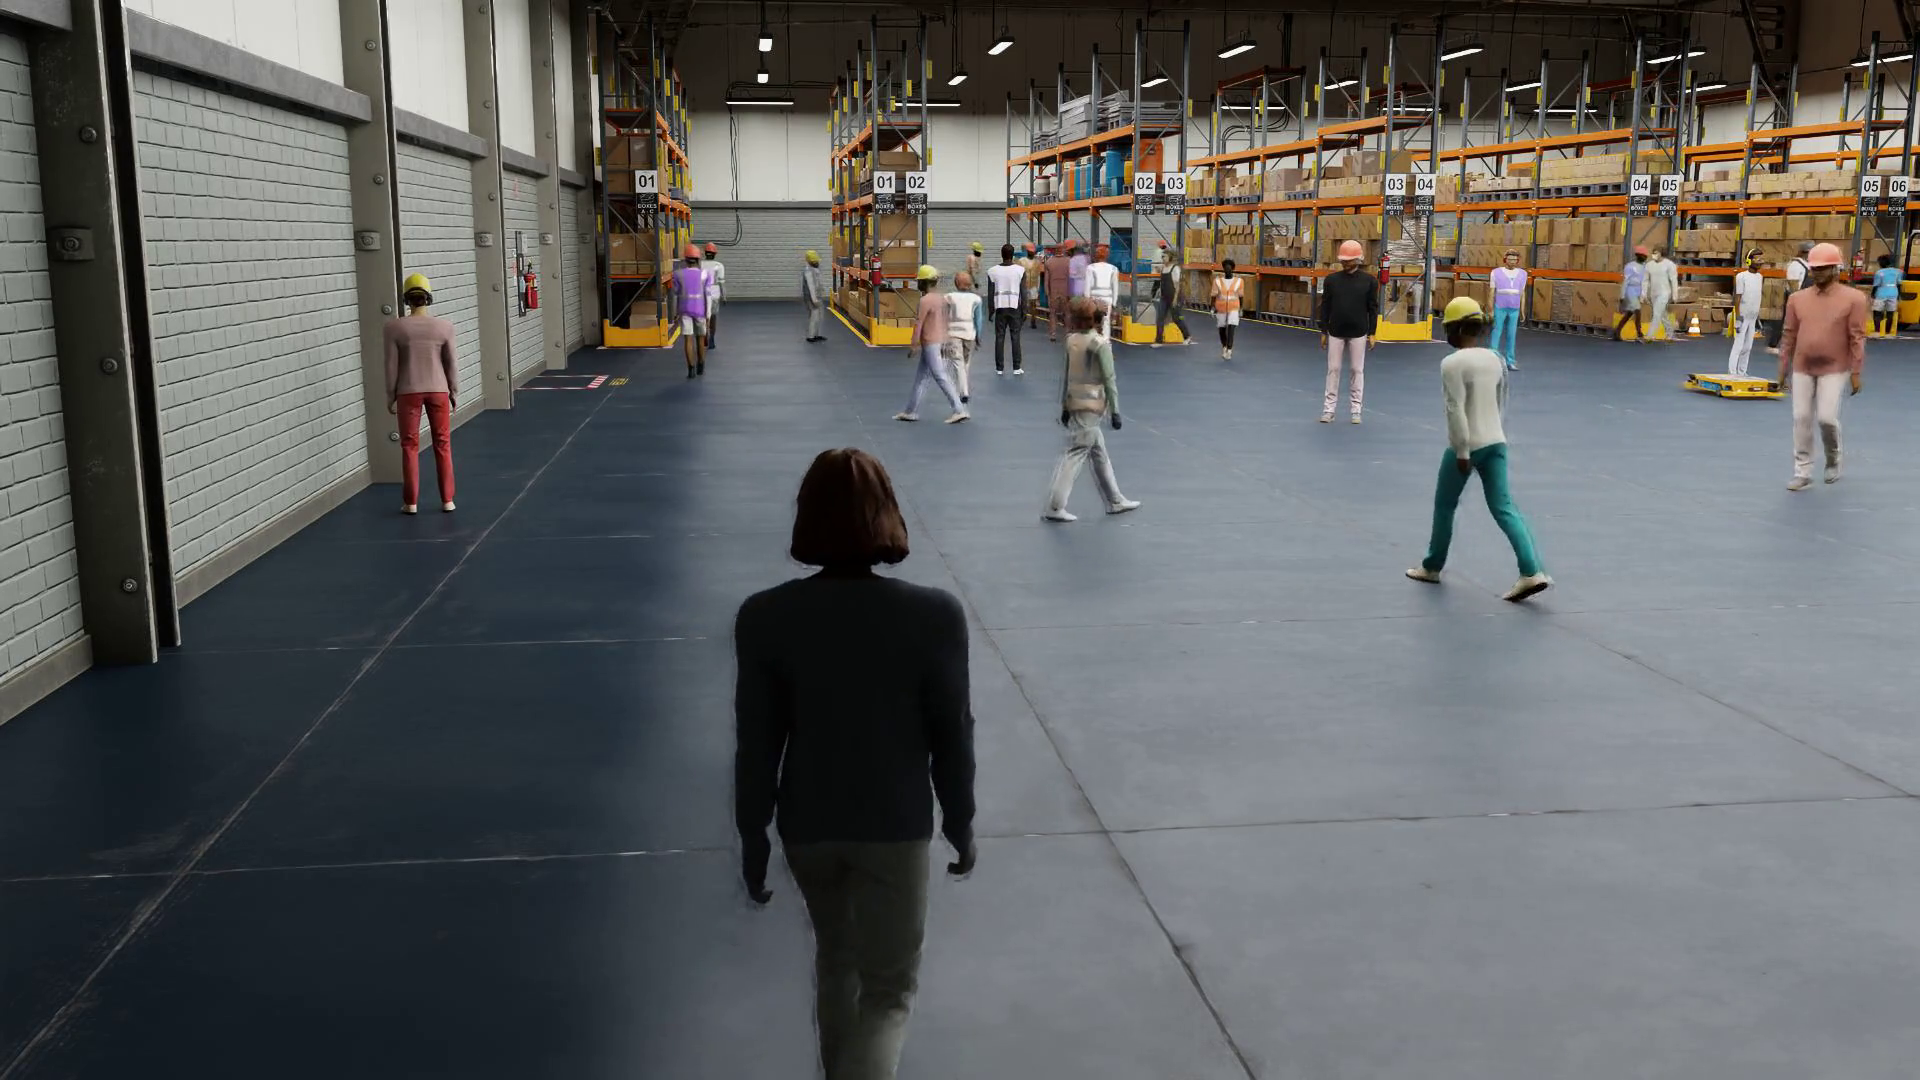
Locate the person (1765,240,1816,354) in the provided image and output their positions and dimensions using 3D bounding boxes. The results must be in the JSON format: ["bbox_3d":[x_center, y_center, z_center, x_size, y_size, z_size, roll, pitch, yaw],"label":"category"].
[{"bbox_3d":[14.395,-4.180,28.507,0.682,2.000,1.036,-7,13,-34],"label":"person"}]

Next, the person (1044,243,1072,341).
[{"bbox_3d":[1.956,-4.812,32.342,0.642,1.909,0.399,3,11,15],"label":"person"}]

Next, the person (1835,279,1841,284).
[{"bbox_3d":[19.566,-5.784,37.503,0.601,1.967,0.369,0,10,1],"label":"person"}]

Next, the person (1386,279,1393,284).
[{"bbox_3d":[12.250,-7.616,47.966,0.576,1.837,0.668,-3,11,-18],"label":"person"}]

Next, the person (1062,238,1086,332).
[{"bbox_3d":[2.207,-4.740,31.695,0.511,1.996,0.703,5,11,24],"label":"person"}]

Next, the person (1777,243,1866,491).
[{"bbox_3d":[6.864,-1.372,13.289,0.480,1.974,0.639,-9,14,-40],"label":"person"}]

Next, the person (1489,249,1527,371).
[{"bbox_3d":[8.283,-3.475,25.199,0.564,1.839,0.390,-1,10,-5],"label":"person"}]

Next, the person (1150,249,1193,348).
[{"bbox_3d":[3.887,-4.415,30.439,0.869,1.817,0.523,-8,13,-39],"label":"person"}]

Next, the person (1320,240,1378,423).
[{"bbox_3d":[4.225,-2.256,18.120,0.612,1.984,0.401,4,11,22],"label":"person"}]

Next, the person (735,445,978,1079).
[{"bbox_3d":[-0.237,0.617,3.388,0.490,1.608,0.765,3,11,16],"label":"person"}]

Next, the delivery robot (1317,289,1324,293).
[{"bbox_3d":[10.899,-7.289,49.373,0.707,0.478,0.477,-1,10,-6],"label":"delivery robot"}]

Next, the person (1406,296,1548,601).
[{"bbox_3d":[2.980,-0.525,9.439,0.528,1.694,0.955,-6,12,-30],"label":"person"}]

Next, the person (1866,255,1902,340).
[{"bbox_3d":[18.255,-4.781,32.824,0.617,1.675,0.358,1,10,4],"label":"person"}]

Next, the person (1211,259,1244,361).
[{"bbox_3d":[4.435,-3.825,27.600,0.536,1.663,0.816,3,11,14],"label":"person"}]

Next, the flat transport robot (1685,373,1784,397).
[{"bbox_3d":[9.952,-1.996,21.389,0.652,0.197,1.431,0,10,1],"label":"flat transport robot"}]

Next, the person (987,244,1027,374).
[{"bbox_3d":[0.701,-3.406,24.597,0.587,1.920,0.392,2,10,8],"label":"person"}]

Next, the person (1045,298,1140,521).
[{"bbox_3d":[0.945,-0.934,11.933,0.854,1.591,0.539,-5,11,-26],"label":"person"}]

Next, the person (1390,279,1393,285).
[{"bbox_3d":[13.481,-8.330,51.689,0.630,1.885,0.815,-10,14,-43],"label":"person"}]

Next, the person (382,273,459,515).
[{"bbox_3d":[-3.944,-1.064,12.208,0.522,1.764,0.334,-5,11,-25],"label":"person"}]

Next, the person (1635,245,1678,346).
[{"bbox_3d":[12.995,-4.530,30.914,1.109,1.868,0.618,-5,11,-24],"label":"person"}]

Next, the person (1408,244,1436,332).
[{"bbox_3d":[9.844,-5.335,35.319,0.620,1.859,0.757,0,10,-2],"label":"person"}]

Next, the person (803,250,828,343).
[{"bbox_3d":[-2.775,-4.632,31.730,0.451,1.771,0.669,2,11,13],"label":"person"}]

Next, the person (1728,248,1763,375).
[{"bbox_3d":[10.514,-2.941,22.184,0.517,1.874,0.328,-6,12,-30],"label":"person"}]

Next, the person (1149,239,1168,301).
[{"bbox_3d":[6.288,-8.479,52.307,0.564,1.958,0.613,4,11,19],"label":"person"}]

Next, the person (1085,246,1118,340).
[{"bbox_3d":[2.349,-3.990,27.939,0.611,1.862,0.688,-3,11,-14],"label":"person"}]

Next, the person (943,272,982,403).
[{"bbox_3d":[0.027,-2.488,20.424,0.514,1.604,0.826,-3,11,-17],"label":"person"}]

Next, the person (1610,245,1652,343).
[{"bbox_3d":[12.976,-4.742,32.053,0.548,1.885,1.001,-6,12,-30],"label":"person"}]

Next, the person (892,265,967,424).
[{"bbox_3d":[-0.313,-2.124,18.122,0.907,1.721,0.539,3,11,18],"label":"person"}]

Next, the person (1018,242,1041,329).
[{"bbox_3d":[1.526,-5.674,37.076,0.555,1.912,0.823,-2,10,-9],"label":"person"}]

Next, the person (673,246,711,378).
[{"bbox_3d":[-3.884,-3.311,24.171,0.548,1.882,0.992,-2,11,-11],"label":"person"}]

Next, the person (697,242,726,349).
[{"bbox_3d":[-4.534,-4.443,30.275,0.573,1.914,0.581,1,10,4],"label":"person"}]

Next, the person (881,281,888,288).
[{"bbox_3d":[-2.153,-7.628,47.593,0.612,1.996,0.981,-5,12,-27],"label":"person"}]

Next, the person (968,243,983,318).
[{"bbox_3d":[0.388,-6.483,41.603,0.454,1.881,0.768,2,11,10],"label":"person"}]
